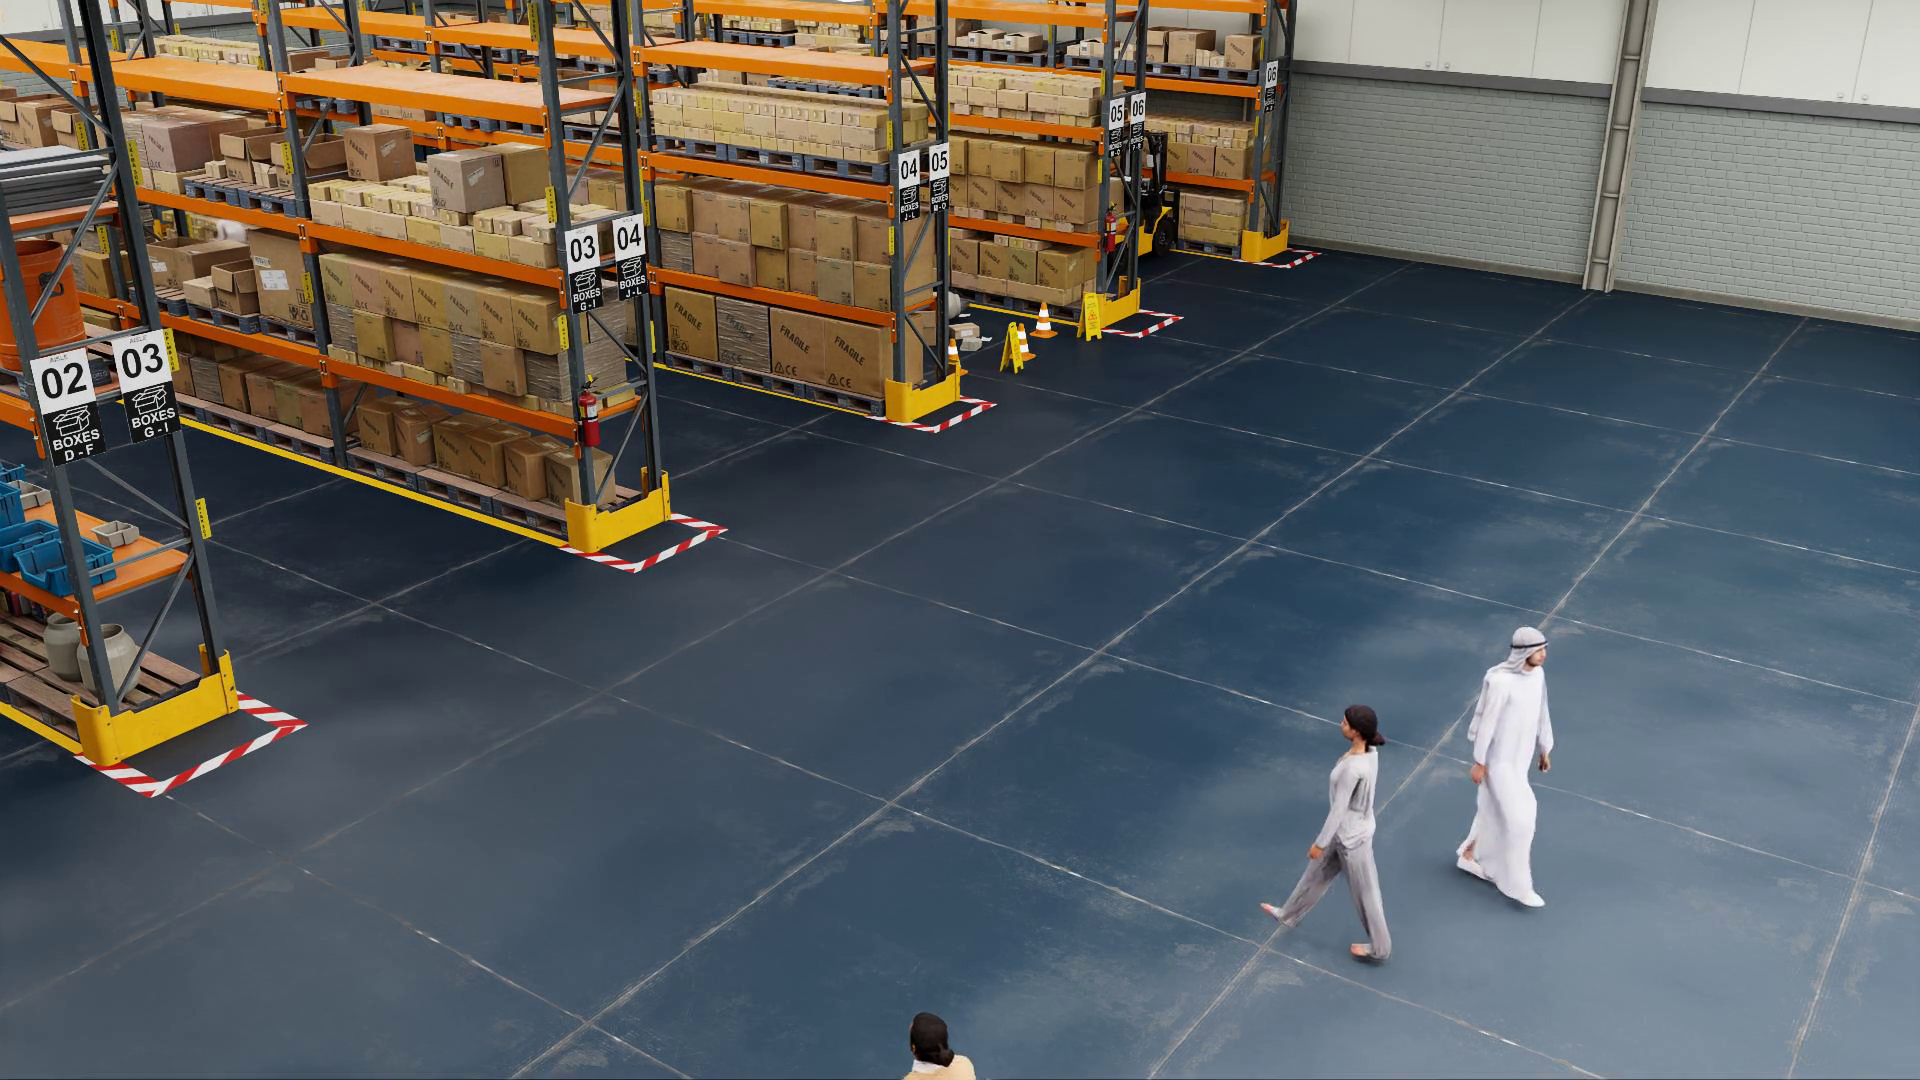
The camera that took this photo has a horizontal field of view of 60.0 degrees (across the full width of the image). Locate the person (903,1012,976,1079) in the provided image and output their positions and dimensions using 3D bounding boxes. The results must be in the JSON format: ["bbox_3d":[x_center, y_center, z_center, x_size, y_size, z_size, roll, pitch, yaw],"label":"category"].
[{"bbox_3d":[-0.075,2.965,7.606,0.932,1.720,1.178,-15,27,-32],"label":"person"}]

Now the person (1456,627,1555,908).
[{"bbox_3d":[3.538,1.413,11.017,0.847,1.907,1.042,-19,30,-38],"label":"person"}]

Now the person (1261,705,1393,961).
[{"bbox_3d":[2.498,1.845,10.224,1.126,1.733,0.771,10,25,21],"label":"person"}]
